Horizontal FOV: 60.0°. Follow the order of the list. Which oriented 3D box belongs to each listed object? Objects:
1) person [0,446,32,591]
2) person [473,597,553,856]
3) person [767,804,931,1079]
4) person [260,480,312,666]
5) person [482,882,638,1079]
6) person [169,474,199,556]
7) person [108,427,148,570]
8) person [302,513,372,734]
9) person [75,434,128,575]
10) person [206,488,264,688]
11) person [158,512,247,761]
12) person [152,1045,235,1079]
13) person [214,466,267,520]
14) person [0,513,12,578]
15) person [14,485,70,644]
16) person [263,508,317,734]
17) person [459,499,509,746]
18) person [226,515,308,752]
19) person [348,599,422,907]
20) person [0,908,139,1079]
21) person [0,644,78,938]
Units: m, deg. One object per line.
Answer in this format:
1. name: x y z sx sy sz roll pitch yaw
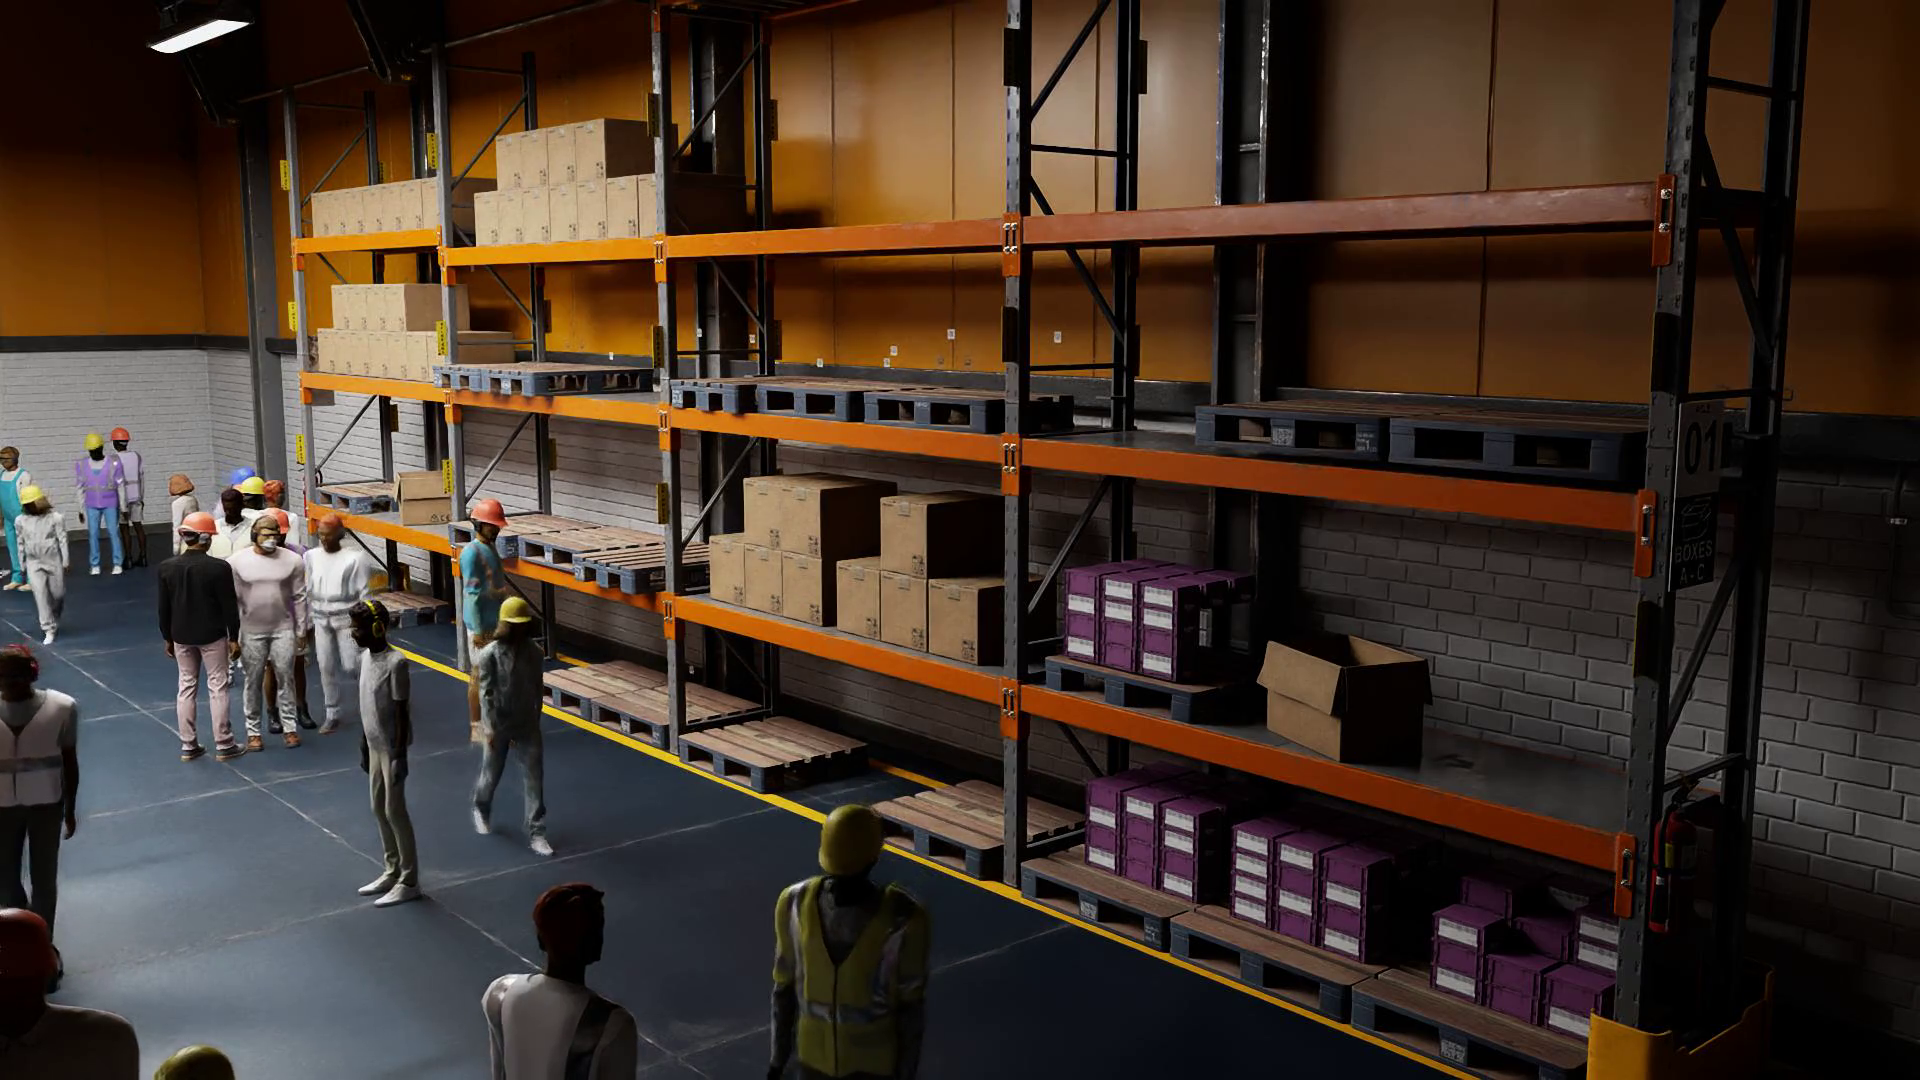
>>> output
1. person: -11.871 -0.265 20.918 0.501 1.839 0.341 3 9 22
2. person: -3.023 1.203 11.149 0.495 1.706 0.875 -6 10 -38
3. person: -0.390 1.836 6.048 0.621 1.900 0.607 2 8 15
4. person: -6.763 0.346 16.489 0.575 1.883 0.362 1 8 10
5. person: -1.215 1.983 5.155 0.567 1.878 0.355 4 9 26
6. person: -9.089 0.035 19.547 0.281 1.628 0.504 0 8 1
7. person: -11.359 -0.564 22.622 0.379 1.937 0.547 4 9 25
8. person: -5.287 0.685 14.170 0.589 1.867 0.608 1 8 7
9. person: -11.409 -0.465 22.108 0.592 1.895 0.520 -2 8 -12
10. person: -6.773 0.455 15.625 0.591 1.913 0.393 -2 8 -10
11. person: -6.012 0.767 13.204 0.623 1.982 0.402 0 8 2
12. person: -1.968 2.168 4.353 0.490 1.737 0.329 3 9 22
13. person: -7.635 0.156 17.683 0.630 1.919 0.647 5 10 31
14. person: -12.830 -0.325 21.799 0.885 1.693 0.499 1 8 8
15. person: -9.833 0.239 17.874 0.496 1.708 0.657 -3 9 -21
16. person: -5.732 0.678 14.056 0.548 1.924 0.387 -7 11 -41
17. person: -3.883 0.671 13.709 0.392 2.034 0.605 0 8 0
18. person: -5.629 0.749 13.532 0.631 1.932 0.382 -4 9 -28
19. person: -3.503 1.279 10.113 0.533 1.855 0.335 8 11 44
20. person: -2.623 1.990 4.717 0.621 1.985 0.408 -4 9 -23
21. person: -5.084 1.447 9.058 0.566 1.822 0.478 -3 9 -22
